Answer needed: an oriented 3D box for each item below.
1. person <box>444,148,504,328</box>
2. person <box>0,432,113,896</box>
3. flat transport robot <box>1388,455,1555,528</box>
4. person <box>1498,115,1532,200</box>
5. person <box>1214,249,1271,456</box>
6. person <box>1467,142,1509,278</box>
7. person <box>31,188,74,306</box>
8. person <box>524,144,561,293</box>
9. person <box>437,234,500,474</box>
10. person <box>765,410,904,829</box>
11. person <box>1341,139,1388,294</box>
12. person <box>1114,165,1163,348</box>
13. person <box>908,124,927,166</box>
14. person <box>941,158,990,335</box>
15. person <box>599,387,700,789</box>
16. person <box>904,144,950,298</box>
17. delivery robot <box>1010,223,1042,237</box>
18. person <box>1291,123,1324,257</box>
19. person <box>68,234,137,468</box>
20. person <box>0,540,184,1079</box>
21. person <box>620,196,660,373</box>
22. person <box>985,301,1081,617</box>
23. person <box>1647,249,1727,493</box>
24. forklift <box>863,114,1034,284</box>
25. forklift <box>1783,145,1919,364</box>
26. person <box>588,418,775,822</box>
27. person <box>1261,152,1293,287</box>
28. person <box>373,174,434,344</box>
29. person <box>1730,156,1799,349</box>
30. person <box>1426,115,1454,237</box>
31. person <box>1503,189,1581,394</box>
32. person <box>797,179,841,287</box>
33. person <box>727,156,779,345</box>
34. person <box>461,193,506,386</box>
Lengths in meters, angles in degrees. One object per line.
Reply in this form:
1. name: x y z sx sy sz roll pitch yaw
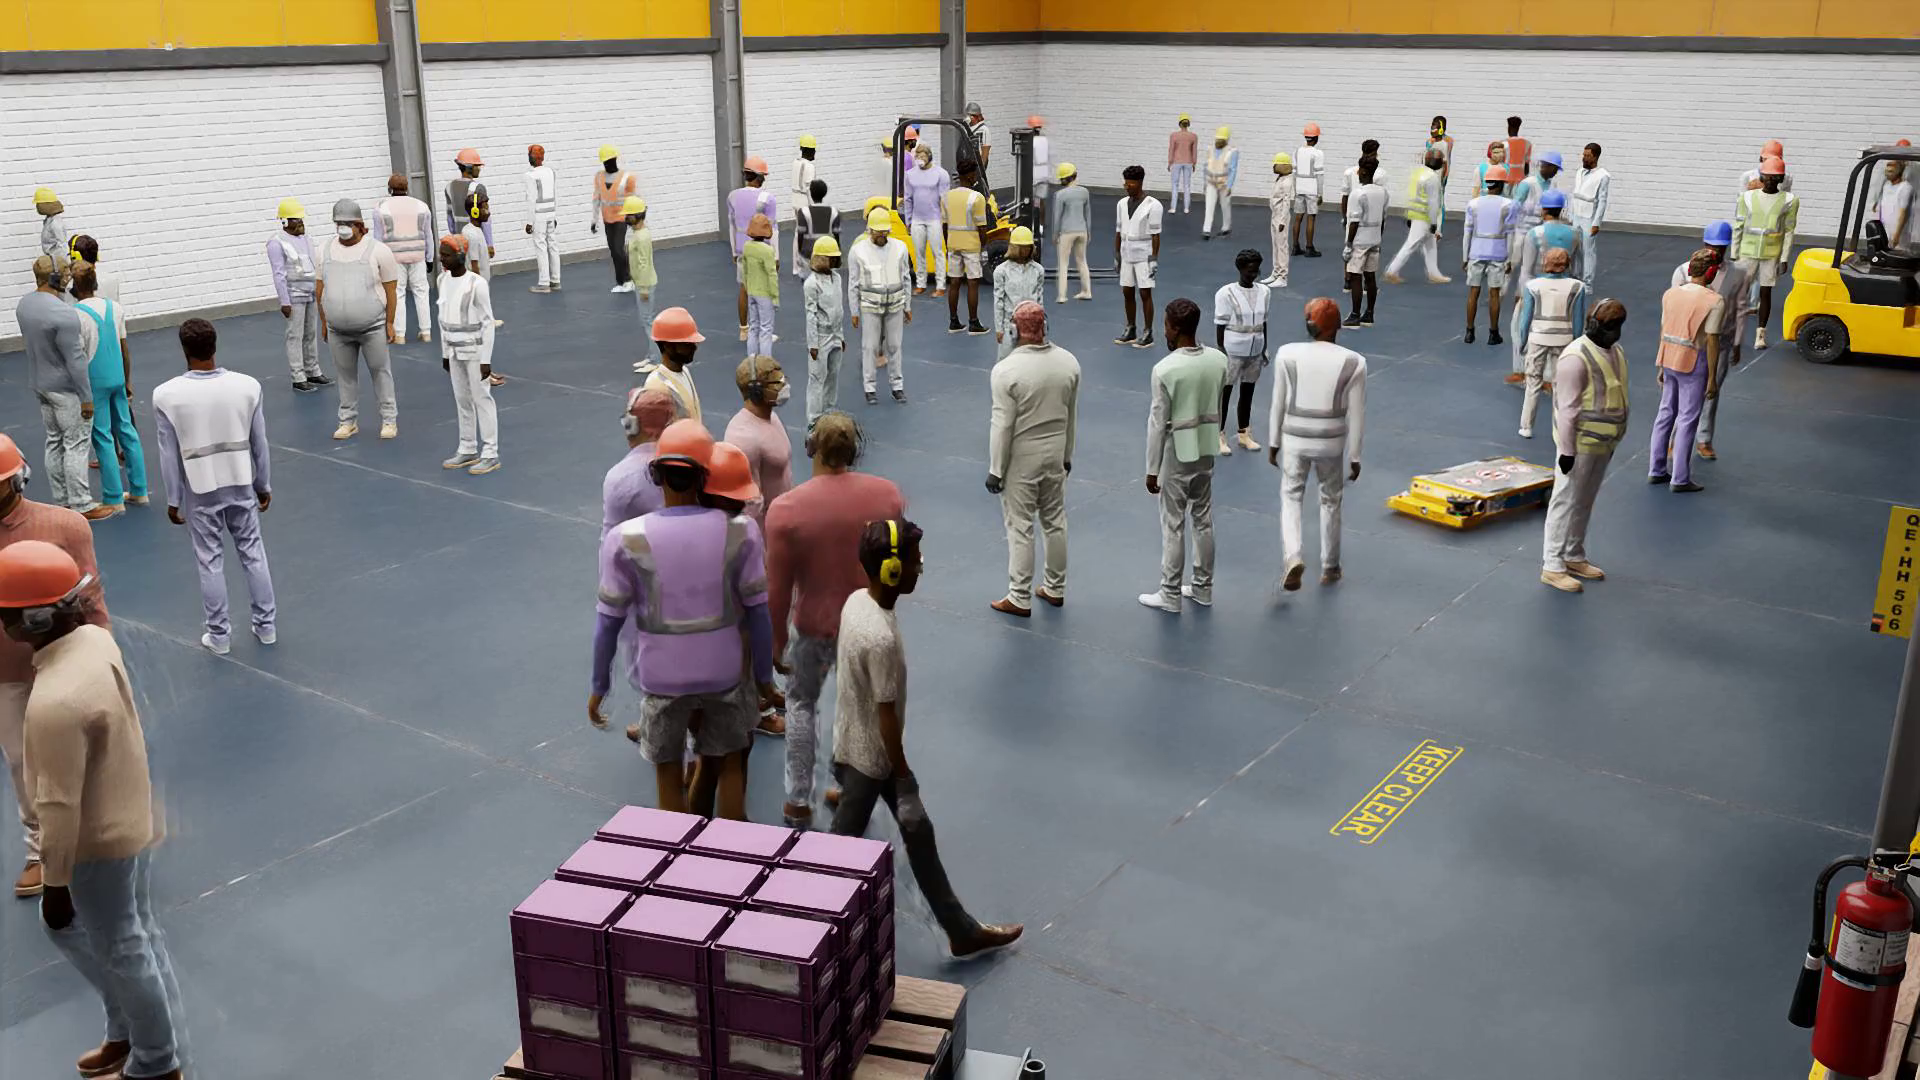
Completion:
1. person: -5.554 -3.437 19.007 0.615 2.039 0.386 10 20 29
2. person: -3.779 0.507 6.769 0.627 1.983 0.403 -3 18 -11
3. flat transport robot: 3.892 -0.378 12.300 1.431 0.197 0.652 -13 22 -35
4. person: 8.578 -5.627 25.982 0.637 1.963 0.361 -4 18 -13
5. person: 2.312 -1.544 13.650 0.532 1.693 0.319 -9 20 -25
6. person: 7.141 -4.457 22.514 0.572 1.843 0.373 -9 20 -26
7. person: -9.610 -2.871 17.720 0.299 1.742 0.487 -13 22 -34
8. person: -5.408 -4.150 21.493 0.347 1.882 0.584 8 19 22
9. person: -3.878 -1.457 13.069 0.574 1.882 0.358 13 22 35
10. person: -0.574 0.359 7.331 0.635 1.924 0.533 -7 19 -22
11. person: 5.188 -4.151 21.360 0.617 1.964 0.361 12 22 34
12. person: 1.910 -3.071 18.005 0.384 1.952 0.621 -16 24 -41
13. person: -0.688 -5.557 25.800 0.409 1.942 0.617 5 18 15
14. person: 0.068 -3.286 18.656 0.607 1.966 0.367 13 22 34
15. person: -1.405 0.211 7.861 0.778 1.877 0.665 10 20 28
16. person: -0.428 -4.047 21.108 0.633 1.928 0.381 8 19 24
17. delivery robot: 0.871 -4.601 24.890 0.707 0.478 0.477 -8 19 -24
18. person: 5.145 -5.154 24.536 0.353 1.942 0.546 -14 23 -37
19. person: -6.835 -1.491 13.226 0.333 1.857 0.528 4 18 11
20. person: -2.872 0.953 5.366 0.518 1.979 0.643 -5 19 -16
21. person: -3.214 -2.570 16.756 0.332 1.760 0.522 -3 18 -11
22. person: 0.409 -0.484 9.996 0.643 1.903 0.399 -13 22 -35
23. person: 5.481 -1.273 12.575 0.394 1.836 0.560 -7 19 -20
24. forklift: -0.171 -4.594 22.377 2.313 2.155 1.214 1 18 3
25. forklift: 9.803 -2.879 17.013 2.313 2.155 1.214 12 21 33
26. person: -1.120 0.530 6.649 0.743 2.022 0.482 -6 19 -17
27. person: 4.206 -4.224 21.951 0.294 1.744 0.486 -2 18 -6
28. person: -6.066 -3.065 18.183 0.633 1.840 0.430 -11 21 -31
29. person: 8.609 -3.081 17.885 0.607 2.048 0.367 10 20 29
30. person: 7.612 -5.798 26.584 0.596 1.921 0.384 -14 22 -36
31. person: 5.542 -2.378 15.886 0.630 1.923 0.682 -5 18 -14
32. person: -1.624 -3.292 19.118 0.556 1.683 0.367 -7 19 -22
33. person: -2.218 -3.145 18.122 0.611 2.030 0.410 9 20 27
34. person: -4.651 -2.421 16.128 0.324 1.861 0.510 -6 19 -18
